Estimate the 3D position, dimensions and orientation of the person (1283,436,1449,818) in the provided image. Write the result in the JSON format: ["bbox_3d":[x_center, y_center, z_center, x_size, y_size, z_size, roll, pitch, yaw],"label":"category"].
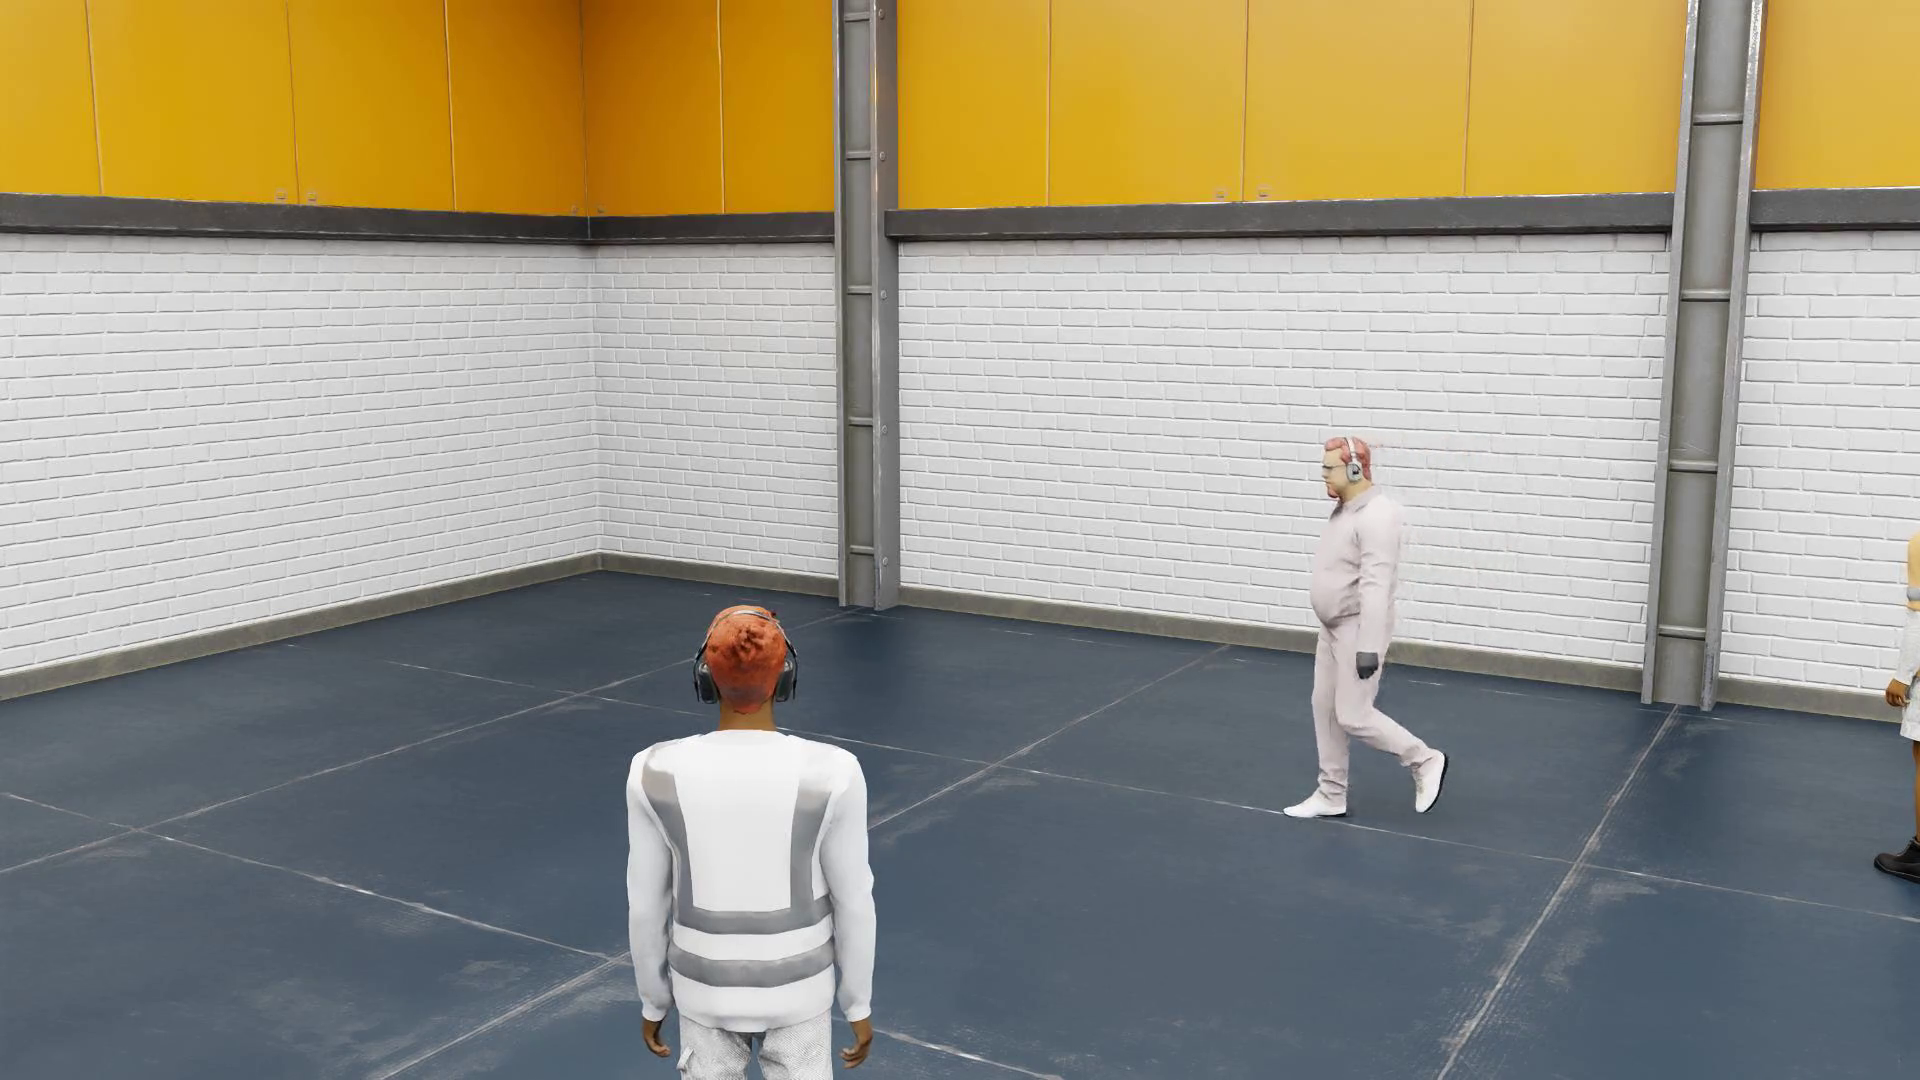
[{"bbox_3d":[1.953,0.439,7.980,0.671,1.880,0.652,-1,9,-5],"label":"person"}]

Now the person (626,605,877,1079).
[{"bbox_3d":[-0.484,1.083,3.947,0.580,1.884,0.352,0,9,2],"label":"person"}]

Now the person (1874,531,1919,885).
[{"bbox_3d":[4.276,0.533,7.208,0.542,1.939,0.362,-2,9,-12],"label":"person"}]
